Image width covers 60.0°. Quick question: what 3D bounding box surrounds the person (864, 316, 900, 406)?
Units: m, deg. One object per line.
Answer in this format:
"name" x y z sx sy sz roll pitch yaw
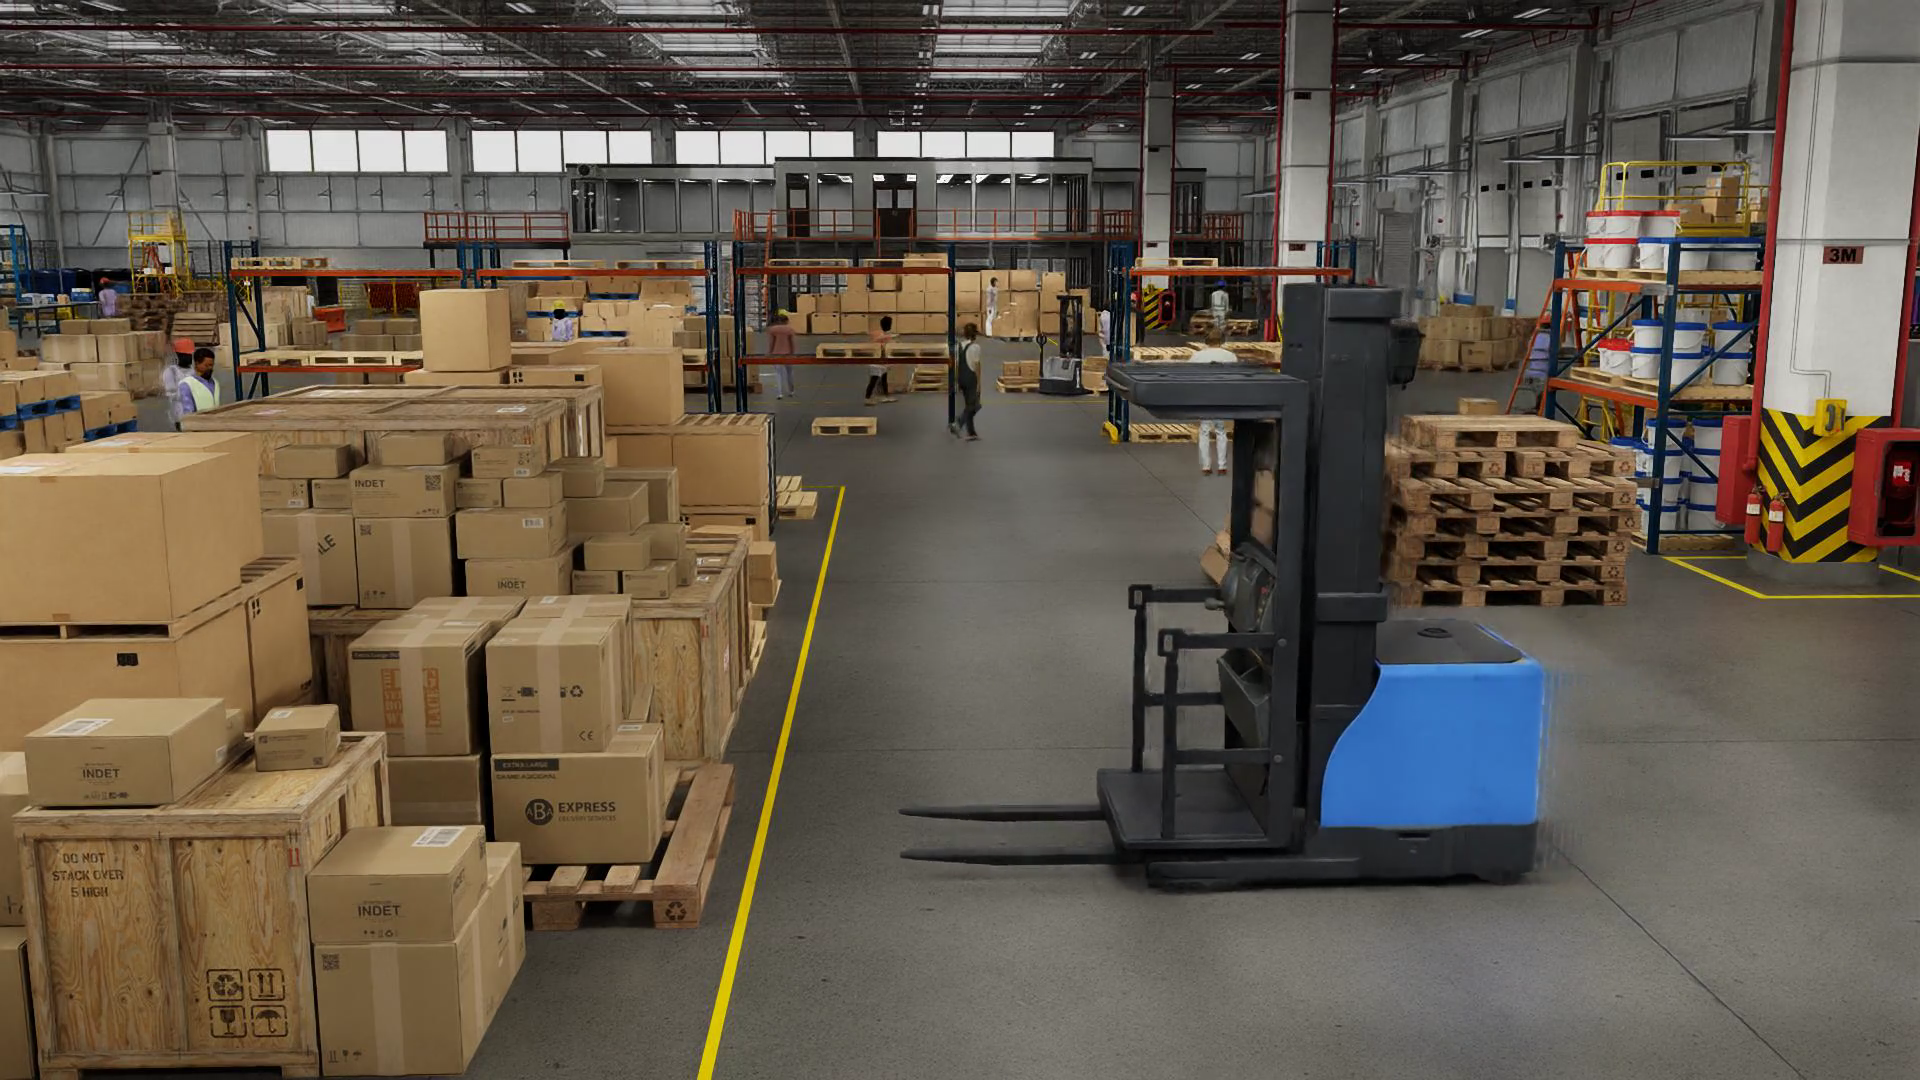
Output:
"person" -1.424 -3.328 30.921 0.820 1.645 0.541 -4 11 -20

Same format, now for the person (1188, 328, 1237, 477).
"person" 3.274 -1.770 21.552 0.695 1.915 0.430 2 10 11

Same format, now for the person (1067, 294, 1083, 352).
"person" 2.861 -5.273 41.539 0.517 1.733 0.502 7 12 34

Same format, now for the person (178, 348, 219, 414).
"person" -8.074 -1.092 17.763 0.390 1.914 0.587 1 10 7

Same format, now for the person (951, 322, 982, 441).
"person" 0.101 -2.386 25.225 0.638 1.830 0.509 -10 14 -43

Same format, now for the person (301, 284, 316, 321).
"person" -18.022 -6.107 45.844 0.507 1.865 0.325 -5 12 -28

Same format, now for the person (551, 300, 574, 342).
"person" -7.572 -3.586 31.613 0.585 1.928 0.368 8 13 39

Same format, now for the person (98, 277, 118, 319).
"person" -24.483 -6.521 47.726 0.430 2.012 0.625 3 11 15

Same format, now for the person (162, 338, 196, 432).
"person" -9.414 -1.510 20.172 1.016 1.896 0.541 6 12 30

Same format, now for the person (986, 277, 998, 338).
"person" 1.016 -7.314 52.391 0.379 1.931 0.625 4 11 19

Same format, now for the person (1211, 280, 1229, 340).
"person" 7.564 -6.605 48.429 0.625 1.933 0.522 10 14 43

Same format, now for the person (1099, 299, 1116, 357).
"person" 3.132 -4.132 34.894 0.429 1.844 0.625 1 10 7

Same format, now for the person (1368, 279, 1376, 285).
"person" 12.501 -6.956 50.456 0.562 1.898 0.906 9 14 41

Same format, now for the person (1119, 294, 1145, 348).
"person" 3.591 -4.241 35.246 0.626 1.947 0.995 0 10 -1

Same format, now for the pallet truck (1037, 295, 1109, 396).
"pallet truck" 2.483 -3.881 33.060 1.885 1.965 0.823 -7 13 -36

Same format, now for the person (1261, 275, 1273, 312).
"person" 13.324 -10.922 72.360 0.665 1.963 0.468 9 13 40

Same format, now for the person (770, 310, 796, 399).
"person" -3.440 -3.613 32.362 0.535 1.711 0.933 0 10 1

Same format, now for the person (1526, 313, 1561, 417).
"person" 9.230 -2.650 26.435 0.655 1.911 0.554 -6 12 -31

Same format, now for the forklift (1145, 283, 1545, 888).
"forklift" 1.792 0.162 8.076 1.873 2.768 1.129 0 10 -2

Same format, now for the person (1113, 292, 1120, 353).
"person" 3.460 -4.536 36.945 0.581 1.919 0.398 -3 11 -18
